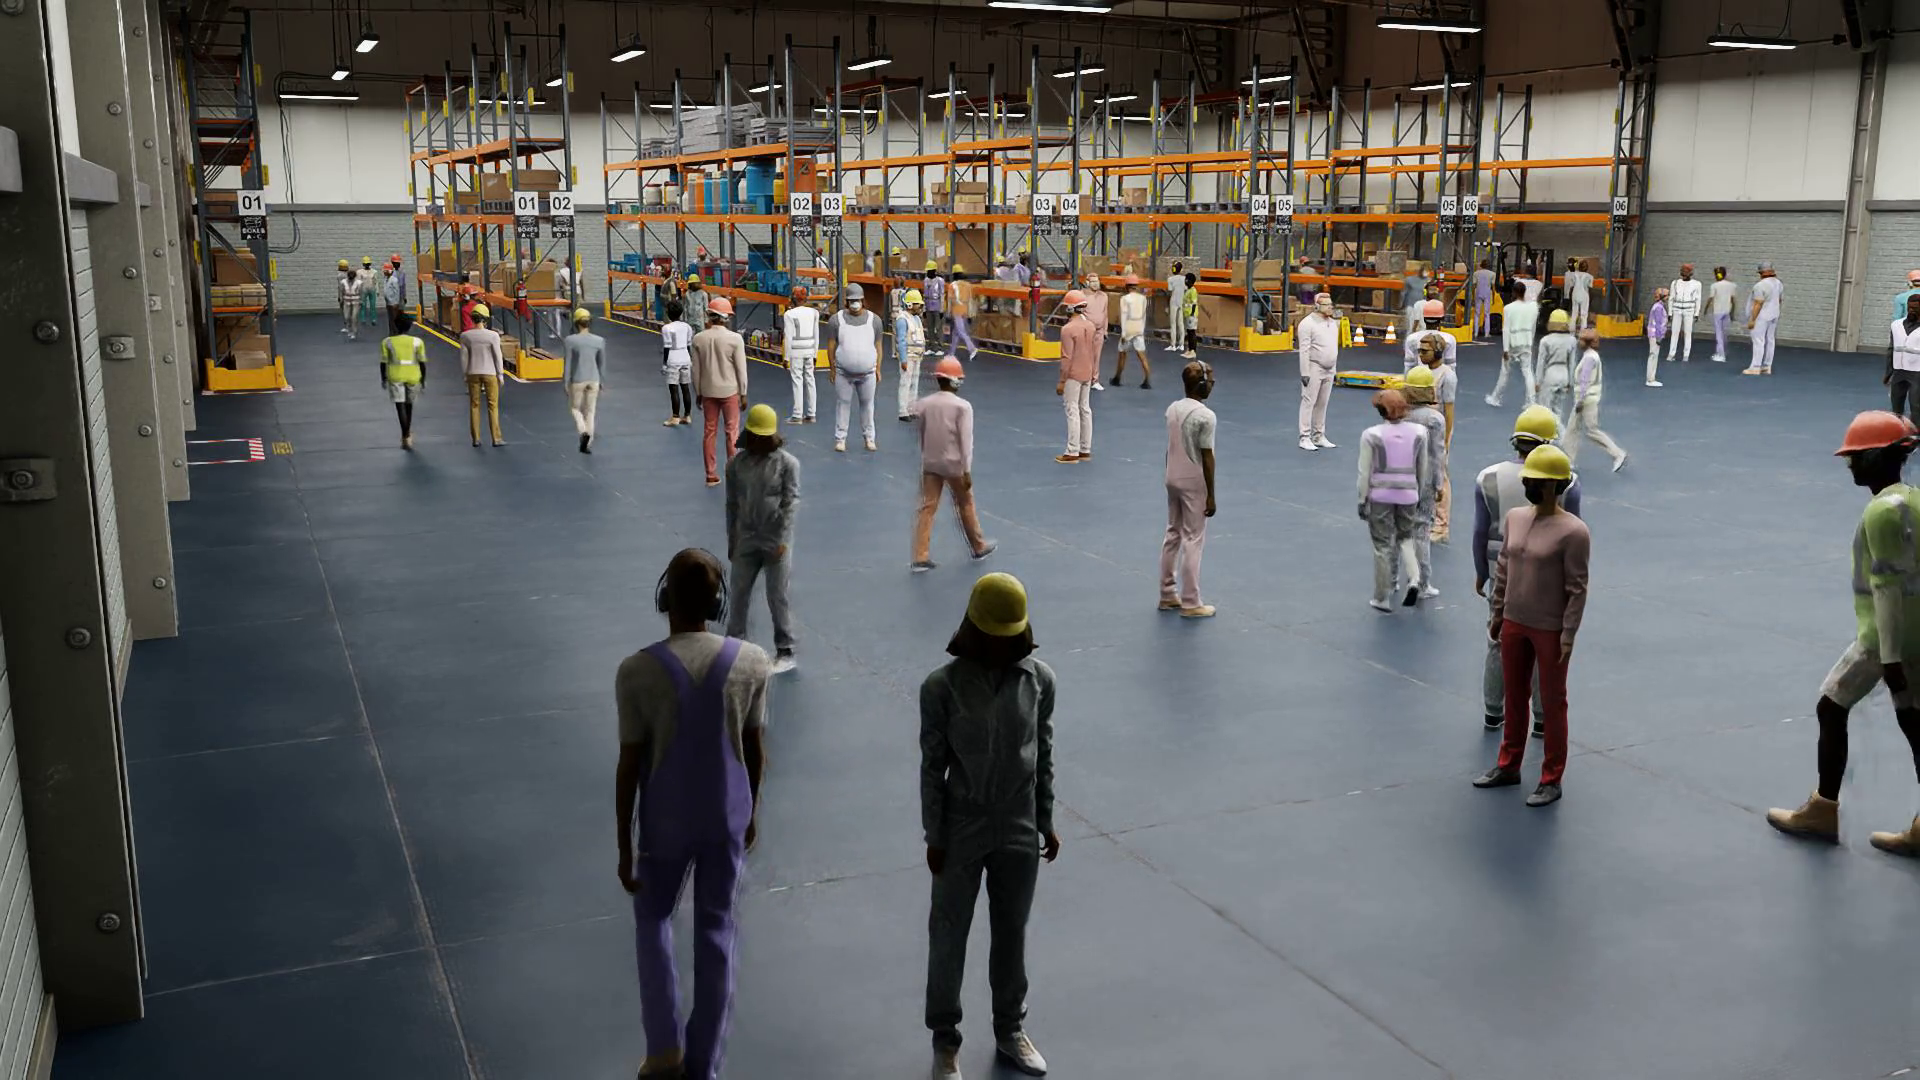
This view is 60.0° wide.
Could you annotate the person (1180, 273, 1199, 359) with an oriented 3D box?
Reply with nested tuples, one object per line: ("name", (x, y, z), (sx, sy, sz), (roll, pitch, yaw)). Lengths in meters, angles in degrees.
("person", (4.567, -4.450, 33.022), (0.321, 1.697, 0.530), (-1, 11, -5))

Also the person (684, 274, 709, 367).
("person", (-4.933, -4.092, 31.084), (0.491, 1.743, 0.324), (4, 12, 19))

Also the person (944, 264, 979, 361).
("person", (0.033, -4.470, 32.670), (0.951, 1.885, 0.594), (10, 15, 42))

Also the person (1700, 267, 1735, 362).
("person", (14.821, -4.413, 32.496), (0.536, 1.831, 0.749), (-3, 11, -14))

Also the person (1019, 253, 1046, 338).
("person", (1.586, -5.302, 36.477), (0.727, 2.000, 0.695), (9, 14, 39))

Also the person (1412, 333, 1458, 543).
("person", (4.147, -0.900, 14.633), (0.341, 1.839, 0.507), (-4, 12, -20))

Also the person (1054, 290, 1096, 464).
("person", (1.327, -1.879, 19.195), (0.378, 1.995, 0.609), (8, 14, 36))

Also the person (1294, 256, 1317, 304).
("person", (9.186, -6.690, 44.344), (0.568, 1.717, 0.686), (-5, 12, -26))

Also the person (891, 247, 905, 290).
("person", (-1.771, -7.176, 46.288), (0.588, 1.927, 0.370), (4, 12, 19))

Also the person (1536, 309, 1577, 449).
("person", (7.208, -1.912, 20.041), (0.483, 1.732, 0.604), (-3, 11, -13))

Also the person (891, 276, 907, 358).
("person", (-1.191, -4.396, 32.883), (0.307, 1.645, 0.518), (-8, 14, -36))

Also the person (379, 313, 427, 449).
("person", (-6.880, -1.972, 20.535), (0.542, 1.639, 0.872), (-7, 13, -30))

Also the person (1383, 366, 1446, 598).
("person", (3.410, -0.437, 12.510), (0.494, 1.743, 0.309), (8, 14, 36))

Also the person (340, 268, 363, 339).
("person", (-13.932, -5.412, 38.083), (0.534, 1.617, 0.360), (-2, 11, -12))

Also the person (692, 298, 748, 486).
("person", (-2.517, -1.551, 17.543), (0.610, 1.989, 0.392), (3, 12, 17))

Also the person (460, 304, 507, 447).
("person", (-5.886, -2.024, 20.538), (0.524, 1.760, 0.326), (1, 11, 5))

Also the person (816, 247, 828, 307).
("person", (-4.082, -7.596, 48.570), (0.349, 1.878, 0.579), (7, 13, 31))

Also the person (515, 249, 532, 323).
("person", (-11.522, -6.674, 43.708), (0.624, 1.944, 1.024), (-11, 15, -43))

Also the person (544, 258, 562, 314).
("person", (-11.613, -7.244, 47.483), (0.564, 1.594, 0.711), (5, 12, 25))

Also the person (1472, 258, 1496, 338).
("person", (12.099, -5.591, 38.443), (0.516, 1.844, 0.329), (5, 12, 24))

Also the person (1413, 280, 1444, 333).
("person", (7.097, -2.991, 25.209), (0.575, 1.876, 0.407), (-3, 12, -16))

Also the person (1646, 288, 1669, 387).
("person", (11.627, -3.377, 27.749), (0.311, 1.632, 0.516), (4, 12, 21))

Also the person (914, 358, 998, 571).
("person", (-0.069, -0.628, 13.562), (0.597, 1.703, 0.891), (8, 14, 36))

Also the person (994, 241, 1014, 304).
("person", (1.397, -8.365, 52.171), (0.643, 1.993, 0.849), (1, 11, 4))

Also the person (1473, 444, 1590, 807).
("person", (2.813, 0.410, 8.139), (0.305, 1.772, 0.525), (-7, 13, -30))

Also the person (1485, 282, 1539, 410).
("person", (8.229, -2.875, 24.580), (0.600, 1.861, 0.982), (-2, 11, -12))

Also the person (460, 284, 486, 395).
("person", (-7.744, -3.175, 26.399), (0.335, 1.749, 0.575), (3, 12, 17))

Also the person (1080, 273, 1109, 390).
("person", (2.145, -3.375, 27.023), (0.641, 1.910, 0.401), (-6, 12, -26))

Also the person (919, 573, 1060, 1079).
("person", (0.107, 0.952, 5.473), (0.484, 1.735, 0.311), (-4, 12, -22))

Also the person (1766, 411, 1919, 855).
("person", (4.146, 0.421, 7.524), (0.601, 1.982, 0.886), (-10, 15, -41))

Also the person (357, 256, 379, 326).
("person", (-15.142, -6.363, 42.567), (0.523, 1.769, 0.323), (-8, 14, -34))

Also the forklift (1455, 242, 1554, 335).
("forklift", (13.047, -6.049, 39.881), (2.313, 2.155, 1.214), (-5, 12, -23))

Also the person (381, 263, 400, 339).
("person", (-12.878, -5.388, 37.643), (0.338, 1.752, 0.564), (-9, 14, -39))

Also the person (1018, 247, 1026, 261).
("person", (2.021, -8.672, 54.305), (0.325, 1.767, 0.533), (-2, 11, -12))

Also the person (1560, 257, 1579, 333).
("person", (13.892, -5.489, 37.862), (0.328, 1.873, 0.519), (-6, 13, -27))

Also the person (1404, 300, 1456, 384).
("person", (5.105, -1.637, 18.100), (0.545, 1.942, 0.353), (4, 12, 21))
